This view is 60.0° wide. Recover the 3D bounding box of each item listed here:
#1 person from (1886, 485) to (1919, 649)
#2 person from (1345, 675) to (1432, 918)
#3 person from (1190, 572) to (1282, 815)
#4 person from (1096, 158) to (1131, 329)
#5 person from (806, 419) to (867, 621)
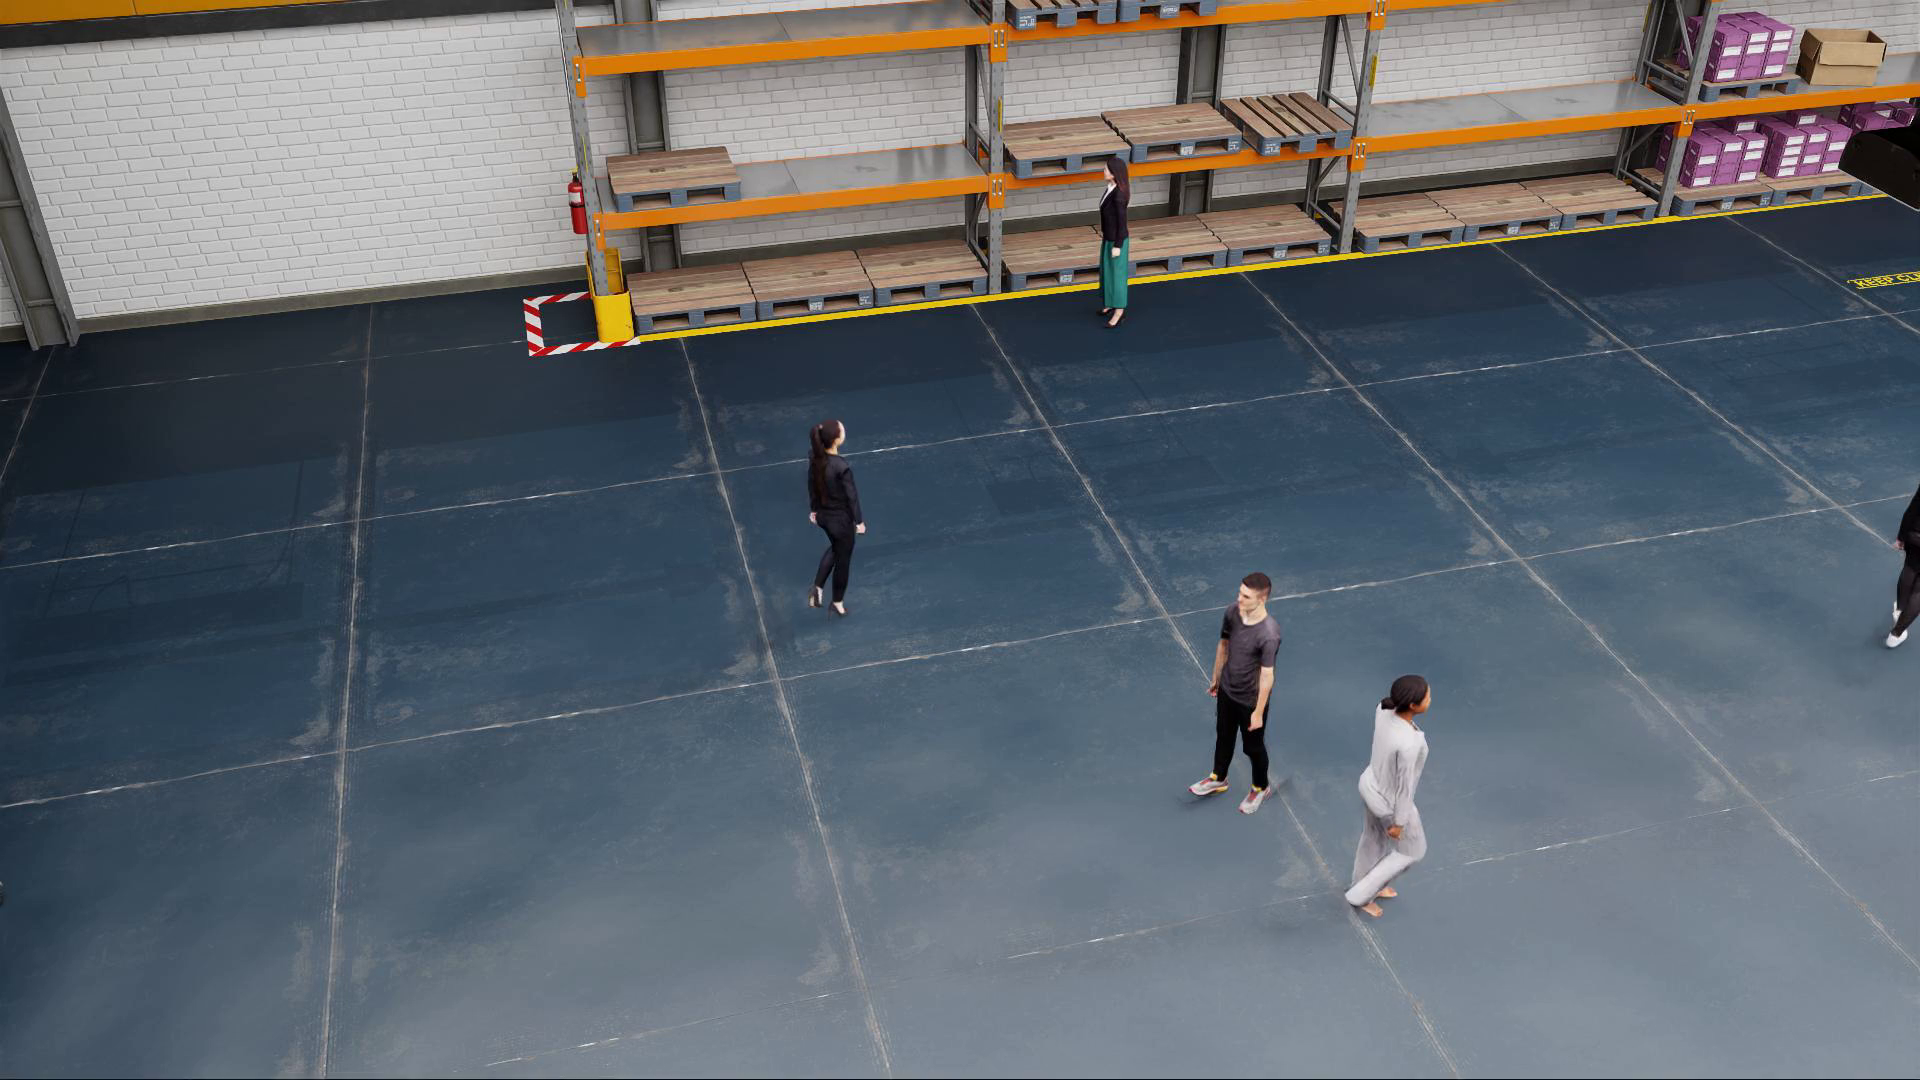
[{"bbox_3d":[6.940,0.063,11.927,0.861,1.664,0.964,27,42,34],"label":"person"},{"bbox_3d":[2.432,1.501,9.706,0.659,1.727,0.635,-7,34,-11],"label":"person"},{"bbox_3d":[1.819,0.946,10.498,0.785,1.775,0.749,-20,39,-27],"label":"person"},{"bbox_3d":[1.524,-2.937,16.374,0.575,1.738,0.663,-4,34,-5],"label":"person"},{"bbox_3d":[-0.962,-0.103,12.144,0.780,1.701,0.717,-26,41,-33],"label":"person"}]
